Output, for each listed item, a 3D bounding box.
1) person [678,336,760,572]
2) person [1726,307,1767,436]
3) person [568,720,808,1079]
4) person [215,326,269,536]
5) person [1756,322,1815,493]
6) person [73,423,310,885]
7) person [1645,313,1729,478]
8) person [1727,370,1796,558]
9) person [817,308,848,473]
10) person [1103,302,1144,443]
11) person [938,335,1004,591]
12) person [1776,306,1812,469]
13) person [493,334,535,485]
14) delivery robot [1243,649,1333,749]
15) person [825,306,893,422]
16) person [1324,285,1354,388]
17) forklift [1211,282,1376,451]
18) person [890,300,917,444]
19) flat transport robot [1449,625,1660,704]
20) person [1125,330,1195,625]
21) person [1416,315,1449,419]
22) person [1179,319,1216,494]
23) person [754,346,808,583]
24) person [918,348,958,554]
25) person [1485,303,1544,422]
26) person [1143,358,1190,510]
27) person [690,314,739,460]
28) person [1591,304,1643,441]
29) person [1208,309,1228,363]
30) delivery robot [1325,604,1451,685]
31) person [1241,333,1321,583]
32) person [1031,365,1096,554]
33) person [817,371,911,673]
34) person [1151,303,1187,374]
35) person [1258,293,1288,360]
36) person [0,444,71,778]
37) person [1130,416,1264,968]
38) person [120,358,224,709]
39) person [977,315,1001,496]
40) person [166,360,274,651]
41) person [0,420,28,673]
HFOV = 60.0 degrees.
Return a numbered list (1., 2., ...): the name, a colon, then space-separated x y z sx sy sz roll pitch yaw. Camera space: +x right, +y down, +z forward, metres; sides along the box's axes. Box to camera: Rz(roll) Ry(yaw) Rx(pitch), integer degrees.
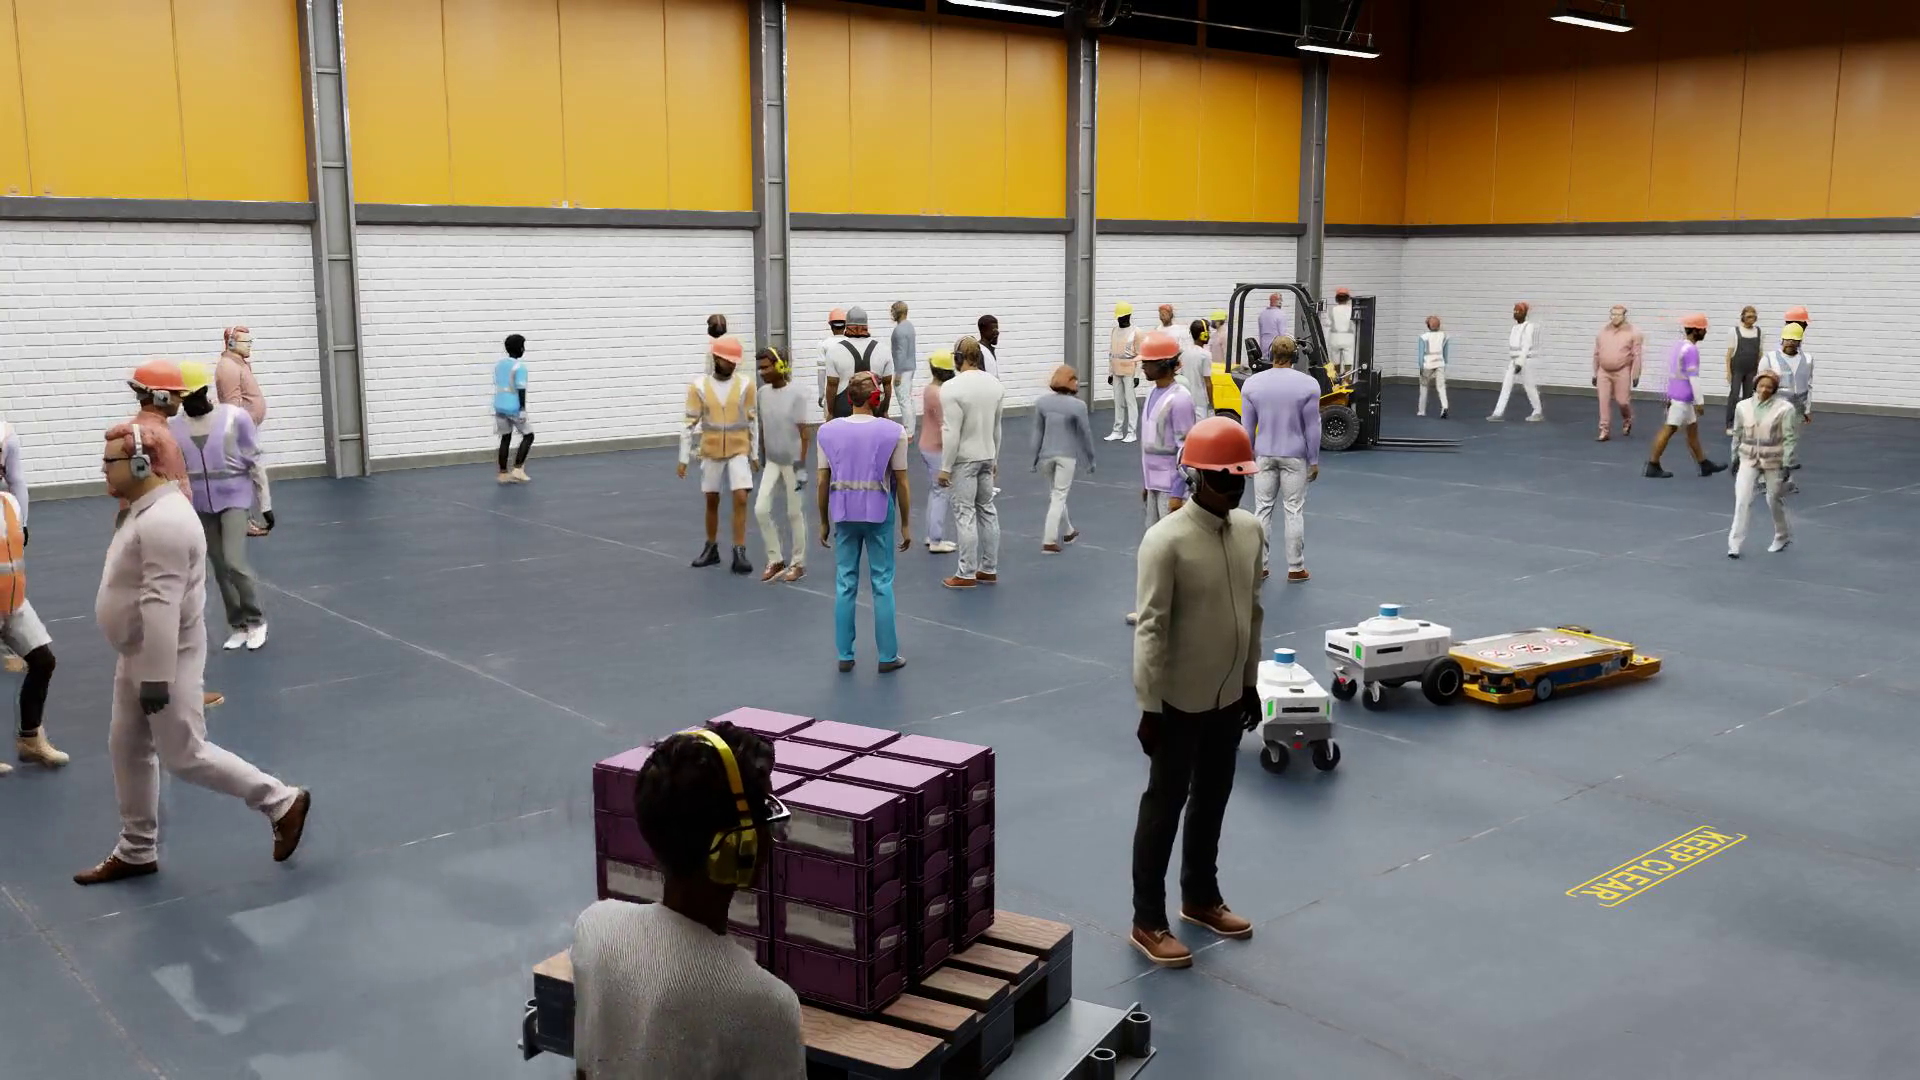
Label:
1. person: -1.934 -0.677 13.327 0.638 1.891 0.766 -1 10 -6
2. person: 11.033 -2.356 23.381 0.502 1.826 0.469 1 10 6
3. person: -0.380 1.182 2.681 0.999 1.815 0.550 -9 13 -43
4. person: -6.522 -0.992 15.146 0.407 1.905 0.655 -3 10 -19
5. person: 8.845 -1.412 17.824 0.591 1.829 0.404 0 10 0
6. person: -3.164 0.458 6.737 0.811 1.878 0.650 -7 12 -34
7. person: 8.337 -1.634 18.953 0.975 1.883 0.568 2 10 11
8. person: 6.793 -0.649 14.058 0.870 1.591 0.559 -10 14 -44
9. person: -1.406 -1.737 19.440 0.542 1.930 0.367 -2 10 -13
10. person: 2.236 -2.287 22.689 0.376 1.918 0.584 -8 13 -41
11. person: 0.076 -0.583 12.652 0.366 1.938 0.630 9 13 42
12. person: 9.940 -1.827 19.937 0.373 1.939 0.545 3 10 15
13. person: -4.948 -1.441 18.430 0.561 1.676 0.407 7 12 37
14. delivery robot: 1.629 0.792 8.375 0.477 0.478 0.707 -1 10 -3
15. person: -1.039 -1.320 16.667 0.688 2.000 0.536 -3 10 -19
16. person: 6.652 -3.415 28.978 0.640 2.027 0.667 3 10 15
17. forklift: 4.328 -2.346 22.227 2.313 2.155 1.214 3 10 16
18. person: -0.772 -2.272 22.544 0.355 1.936 0.635 2 10 10
19. flat transport robot: 3.426 0.724 9.875 1.431 0.197 0.652 -6 11 -31
20. person: 1.356 -0.383 11.182 0.395 2.040 0.609 -2 10 -14
21. person: 7.446 -2.716 26.098 0.506 1.611 0.788 -1 10 -4
22. person: 2.529 -1.416 17.809 0.433 1.878 0.570 -7 12 -34
23. person: -1.377 -0.567 12.847 0.543 1.838 0.583 5 11 27
24. person: -0.173 -0.767 14.272 0.364 1.753 0.554 -1 10 -7
25. person: 8.576 -2.713 25.477 0.966 1.836 0.581 -3 10 -17
26. person: 2.054 -1.088 16.500 0.268 1.632 0.509 -9 13 -43
27. person: -3.053 -1.850 20.401 0.741 1.819 0.659 -1 10 -7
28. person: 9.027 -2.301 22.862 0.651 1.889 0.651 8 12 39
29. person: 3.771 -2.502 24.399 0.326 1.766 0.536 -2 10 -13
30. delivery robot: 2.428 0.608 9.450 0.707 0.478 0.477 -5 11 -25
31. person: 2.488 -0.628 12.917 0.628 1.940 0.373 4 11 23
32. person: 0.921 -0.703 14.327 0.521 1.592 0.811 7 12 36
33. person: -0.586 -0.100 10.105 0.569 1.840 0.374 2 10 10
34. person: 3.025 -2.483 23.988 0.588 1.867 0.595 6 11 31
35. person: 5.416 -3.294 28.619 0.403 1.906 0.649 -6 11 -30
36. person: -4.624 0.334 8.036 0.572 1.675 0.547 2 10 11
37. person: 0.873 0.542 5.970 0.635 1.981 0.427 -9 13 -43
38. person: -4.416 -0.010 9.190 0.475 1.977 0.625 -8 13 -41
39. person: 0.240 -1.430 17.669 0.375 1.917 0.592 2 10 11
40. person: -4.750 -0.212 10.637 0.628 1.884 0.529 1 10 4
41. person: -5.972 -0.088 10.037 0.636 1.842 0.429 -5 11 -27
